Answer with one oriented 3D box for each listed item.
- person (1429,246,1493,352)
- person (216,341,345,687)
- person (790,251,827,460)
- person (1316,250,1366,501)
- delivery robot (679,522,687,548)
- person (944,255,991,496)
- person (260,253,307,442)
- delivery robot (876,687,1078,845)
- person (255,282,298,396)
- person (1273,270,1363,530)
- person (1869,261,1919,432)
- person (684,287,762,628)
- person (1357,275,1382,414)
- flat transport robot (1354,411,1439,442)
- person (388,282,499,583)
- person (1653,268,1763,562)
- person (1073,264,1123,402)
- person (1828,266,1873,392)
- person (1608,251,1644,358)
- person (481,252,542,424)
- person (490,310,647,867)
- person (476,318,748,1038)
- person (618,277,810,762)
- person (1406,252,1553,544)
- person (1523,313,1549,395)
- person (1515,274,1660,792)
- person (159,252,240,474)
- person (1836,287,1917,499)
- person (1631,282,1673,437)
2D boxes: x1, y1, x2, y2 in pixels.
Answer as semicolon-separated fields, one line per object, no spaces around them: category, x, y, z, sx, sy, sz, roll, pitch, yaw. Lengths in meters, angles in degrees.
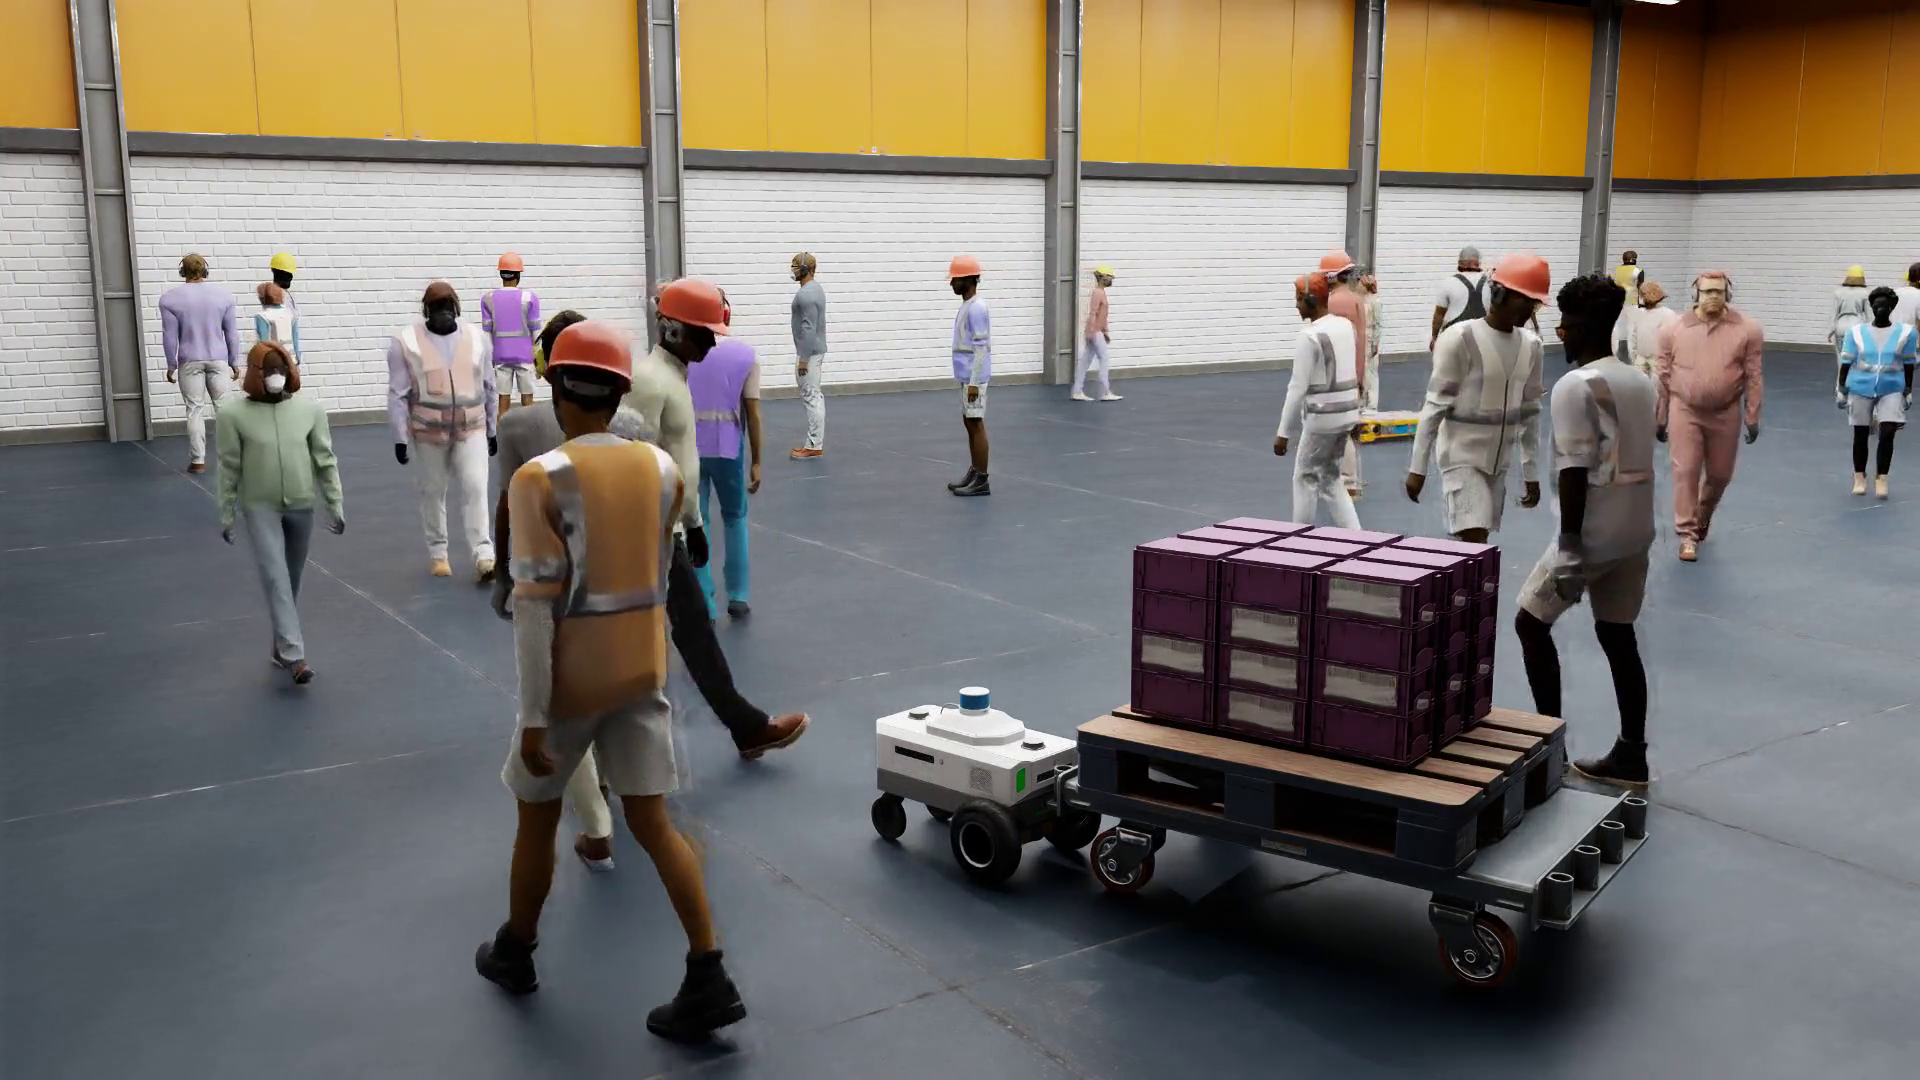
person;5.687;-2.354;18.776;0.693;2.000;1.017;-1;10;-8
person;-3.134;-0.122;7.748;0.523;1.585;0.825;-8;13;-39
person;-1.431;-1.724;15.603;0.364;1.939;0.636;0;10;0
person;2.935;-1.297;13.185;0.645;1.972;0.636;7;12;33
delivery robot;-1.813;-0.059;10.013;0.477;0.478;0.707;-3;11;-17
person;0.058;-1.317;13.382;0.378;1.932;0.551;-1;10;-7
person;-6.761;-1.906;16.660;0.382;1.917;0.585;-1;10;-6
delivery robot;0.047;0.741;5.628;0.707;0.478;0.477;9;14;41
person;-6.704;-1.709;16.381;0.341;1.628;0.553;4;11;20
person;2.231;-0.696;10.141;0.691;1.872;0.689;10;14;42
person;9.941;-2.040;17.672;0.811;1.826;0.586;-8;13;-37
person;-1.342;-0.443;8.920;0.569;1.820;0.708;-1;10;-7
person;4.731;-2.265;19.392;0.310;1.638;0.522;-3;11;-17
flat transport robot;4.432;-1.189;17.246;1.431;0.197;0.652;-6;12;-30
person;-3.054;-0.624;9.949;0.664;1.800;0.923;-5;12;-26
person;4.870;-0.834;10.880;0.650;1.883;0.810;4;11;19
person;1.772;-2.608;21.030;0.729;1.721;0.551;1;10;6
person;11.804;-2.781;22.061;0.501;1.700;0.906;10;14;43
person;11.472;-4.049;28.631;0.622;1.840;0.430;10;14;43
person;-4.113;-1.677;15.347;0.545;1.938;0.362;-1;10;-3
person;-1.350;0.137;5.729;0.519;1.816;0.926;-4;11;-22
person;-0.929;0.364;4.384;0.967;1.878;0.571;9;14;41
person;-1.128;-0.061;6.524;0.989;1.915;0.651;-1;10;-5
person;2.473;-0.352;7.892;0.678;2.006;0.531;-5;12;-26
person;7.135;-2.693;21.266;1.040;1.814;0.504;-3;11;-18
person;2.337;-0.023;6.284;0.673;1.934;0.698;-8;13;-38
person;-6.680;-1.553;14.663;0.627;1.940;0.370;-6;12;-31
person;7.250;-1.157;13.191;0.553;1.669;0.693;5;12;27
person;7.174;-1.863;17.232;0.389;1.611;0.536;-6;12;-32
